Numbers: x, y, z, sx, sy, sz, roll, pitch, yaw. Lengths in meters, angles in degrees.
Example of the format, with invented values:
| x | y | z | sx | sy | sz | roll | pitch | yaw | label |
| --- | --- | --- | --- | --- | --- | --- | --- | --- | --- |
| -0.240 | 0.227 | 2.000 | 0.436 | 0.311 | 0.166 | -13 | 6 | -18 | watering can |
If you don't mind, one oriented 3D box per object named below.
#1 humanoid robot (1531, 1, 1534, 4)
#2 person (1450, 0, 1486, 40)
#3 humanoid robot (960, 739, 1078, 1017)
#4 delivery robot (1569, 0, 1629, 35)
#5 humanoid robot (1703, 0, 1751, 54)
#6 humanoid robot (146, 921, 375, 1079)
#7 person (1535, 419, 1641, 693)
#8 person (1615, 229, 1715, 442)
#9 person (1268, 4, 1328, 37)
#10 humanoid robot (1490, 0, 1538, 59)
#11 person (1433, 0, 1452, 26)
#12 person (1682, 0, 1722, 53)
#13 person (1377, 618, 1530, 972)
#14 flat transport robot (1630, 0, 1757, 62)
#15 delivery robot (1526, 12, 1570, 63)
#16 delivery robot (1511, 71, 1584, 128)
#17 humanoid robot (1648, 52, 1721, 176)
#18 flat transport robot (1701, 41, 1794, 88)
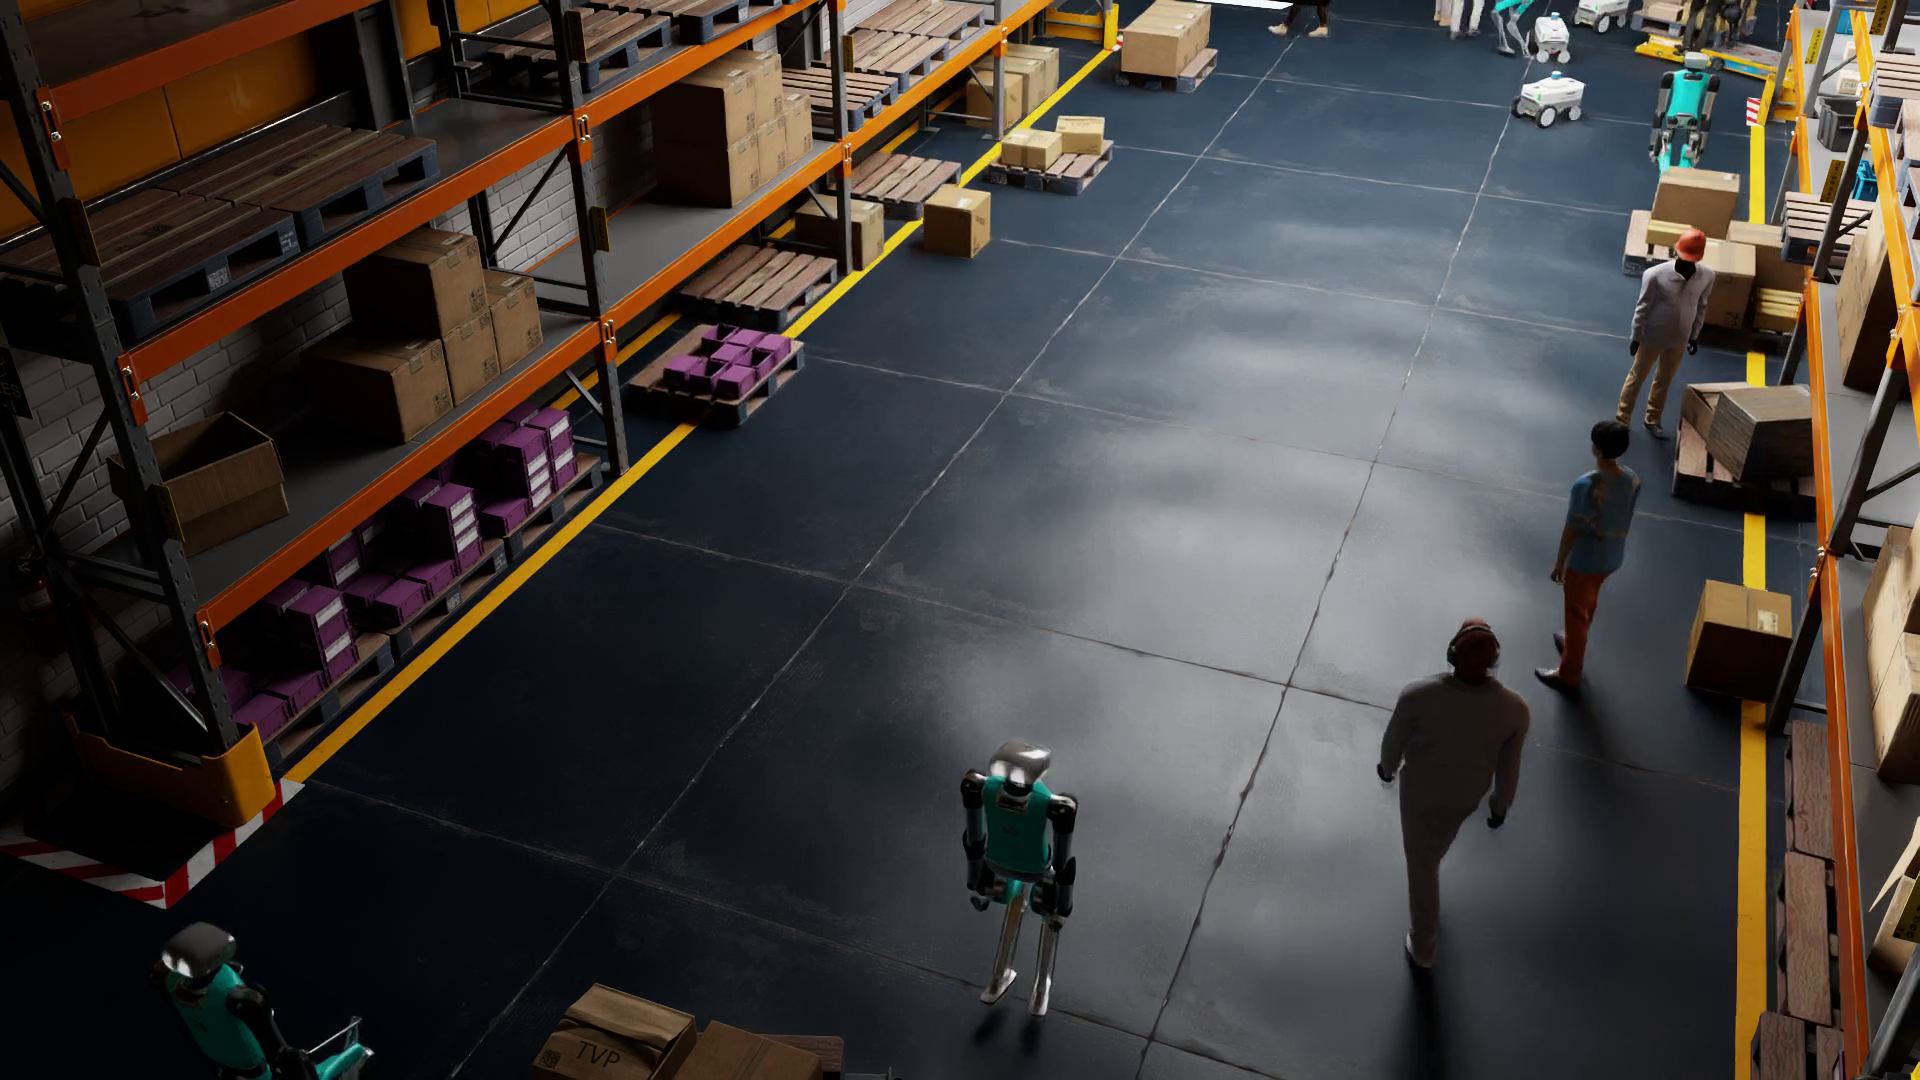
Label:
| x | y | z | sx | sy | sz | roll | pitch | yaw | label |
| --- | --- | --- | --- | --- | --- | --- | --- | --- | --- |
| 8.059 | -8.310 | 23.112 | 0.762 | 1.796 | 0.541 | -16 | 36 | -23 | humanoid robot |
| 6.735 | -7.502 | 21.709 | 0.645 | 1.884 | 0.599 | -28 | 42 | -36 | person |
| 0.341 | 1.498 | 7.798 | 0.533 | 1.677 | 0.735 | 12 | 35 | 18 | humanoid robot |
| 8.640 | -7.146 | 22.406 | 0.802 | 0.613 | 0.499 | -20 | 38 | -27 | delivery robot |
| 9.559 | -6.673 | 20.672 | 0.604 | 1.653 | 0.625 | -8 | 34 | -12 | humanoid robot |
| -2.793 | 2.148 | 6.920 | 0.553 | 1.776 | 0.898 | 12 | 35 | 18 | humanoid robot |
| 3.808 | 0.081 | 10.114 | 0.481 | 1.742 | 0.565 | -14 | 35 | -20 | person |
| 5.368 | -1.546 | 12.622 | 0.561 | 1.742 | 0.344 | -3 | 33 | -4 | person |
| 4.519 | -7.427 | 21.803 | 0.847 | 1.648 | 0.546 | 7 | 34 | 11 | person |
| 7.098 | -7.008 | 21.097 | 0.789 | 1.791 | 0.569 | 22 | 39 | 30 | humanoid robot |
| 6.653 | -7.834 | 22.329 | 0.319 | 1.772 | 0.463 | -1 | 33 | -1 | person |
| 9.404 | -6.888 | 20.815 | 0.526 | 1.825 | 0.560 | 14 | 36 | 21 | person |
| 2.413 | 1.204 | 8.275 | 0.634 | 1.856 | 1.006 | 1 | 33 | 1 | person |
| 9.474 | -6.514 | 21.674 | 1.431 | 0.231 | 0.659 | -27 | 41 | -35 | flat transport robot |
| 7.587 | -6.457 | 21.323 | 0.524 | 0.597 | 0.768 | 6 | 33 | 9 | delivery robot |
| 6.841 | -5.117 | 19.240 | 0.777 | 0.587 | 0.499 | -14 | 35 | -21 | delivery robot |
| 6.910 | -3.675 | 16.019 | 0.533 | 1.871 | 0.757 | 7 | 33 | 10 | humanoid robot |
| 9.967 | -5.969 | 20.830 | 0.659 | 0.231 | 1.431 | -22 | 39 | -30 | flat transport robot |
